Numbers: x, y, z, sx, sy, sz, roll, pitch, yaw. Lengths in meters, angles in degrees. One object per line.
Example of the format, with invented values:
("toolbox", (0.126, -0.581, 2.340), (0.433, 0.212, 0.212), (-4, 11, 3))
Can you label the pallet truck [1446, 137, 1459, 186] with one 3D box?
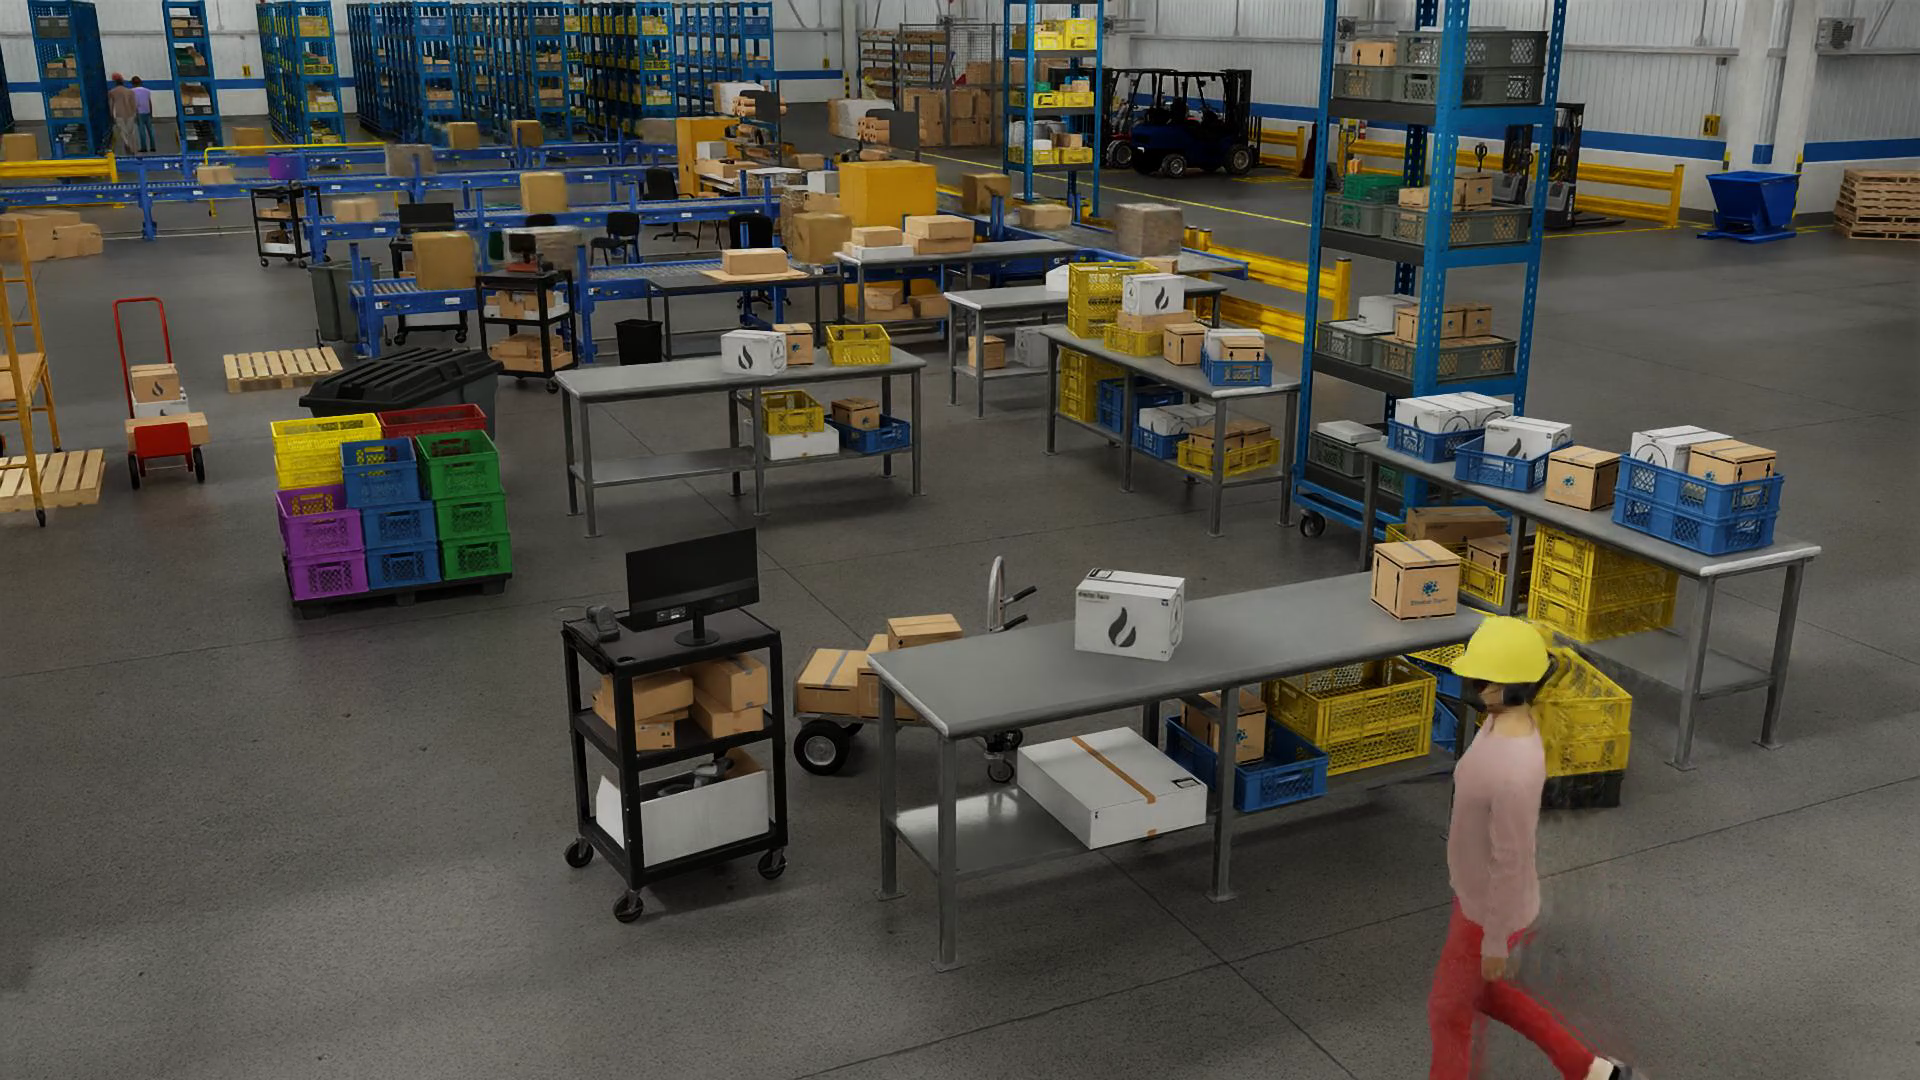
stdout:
("pallet truck", (9.184, -6.485, 29.328), (1.630, 1.274, 0.653), (-8, 19, -23))

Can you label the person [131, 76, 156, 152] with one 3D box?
("person", (-20.329, -10.579, 41.352), (0.390, 1.838, 0.563), (11, 20, 30))

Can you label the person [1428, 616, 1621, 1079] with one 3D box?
("person", (1.621, 1.051, 4.869), (0.678, 1.748, 0.530), (4, 18, 13))

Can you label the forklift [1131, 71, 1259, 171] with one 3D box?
("forklift", (4.998, -8.936, 35.413), (2.680, 1.987, 1.157), (-9, 20, -25))

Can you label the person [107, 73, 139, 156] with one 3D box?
("person", (-20.149, -10.254, 40.116), (0.664, 1.970, 0.472), (-12, 21, -33))

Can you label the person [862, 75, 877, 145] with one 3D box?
("person", (-2.350, -11.285, 43.667), (0.408, 1.783, 0.646), (5, 18, 16))

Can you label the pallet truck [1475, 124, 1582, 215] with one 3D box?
("pallet truck", (9.707, -6.455, 28.103), (1.885, 1.965, 0.823), (-7, 19, -20))

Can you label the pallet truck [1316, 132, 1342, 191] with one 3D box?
("pallet truck", (7.723, -7.504, 32.656), (1.601, 1.201, 0.680), (-8, 19, -23))

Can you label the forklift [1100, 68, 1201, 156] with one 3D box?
("forklift", (4.082, -9.564, 37.410), (2.680, 1.987, 1.157), (-8, 19, -23))

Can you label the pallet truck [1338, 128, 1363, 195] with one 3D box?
("pallet truck", (7.845, -7.140, 31.411), (1.522, 1.261, 0.704), (-9, 20, -25))

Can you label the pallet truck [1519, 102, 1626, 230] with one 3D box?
("pallet truck", (9.972, -6.037, 26.785), (1.885, 1.965, 0.823), (-9, 20, -25))
